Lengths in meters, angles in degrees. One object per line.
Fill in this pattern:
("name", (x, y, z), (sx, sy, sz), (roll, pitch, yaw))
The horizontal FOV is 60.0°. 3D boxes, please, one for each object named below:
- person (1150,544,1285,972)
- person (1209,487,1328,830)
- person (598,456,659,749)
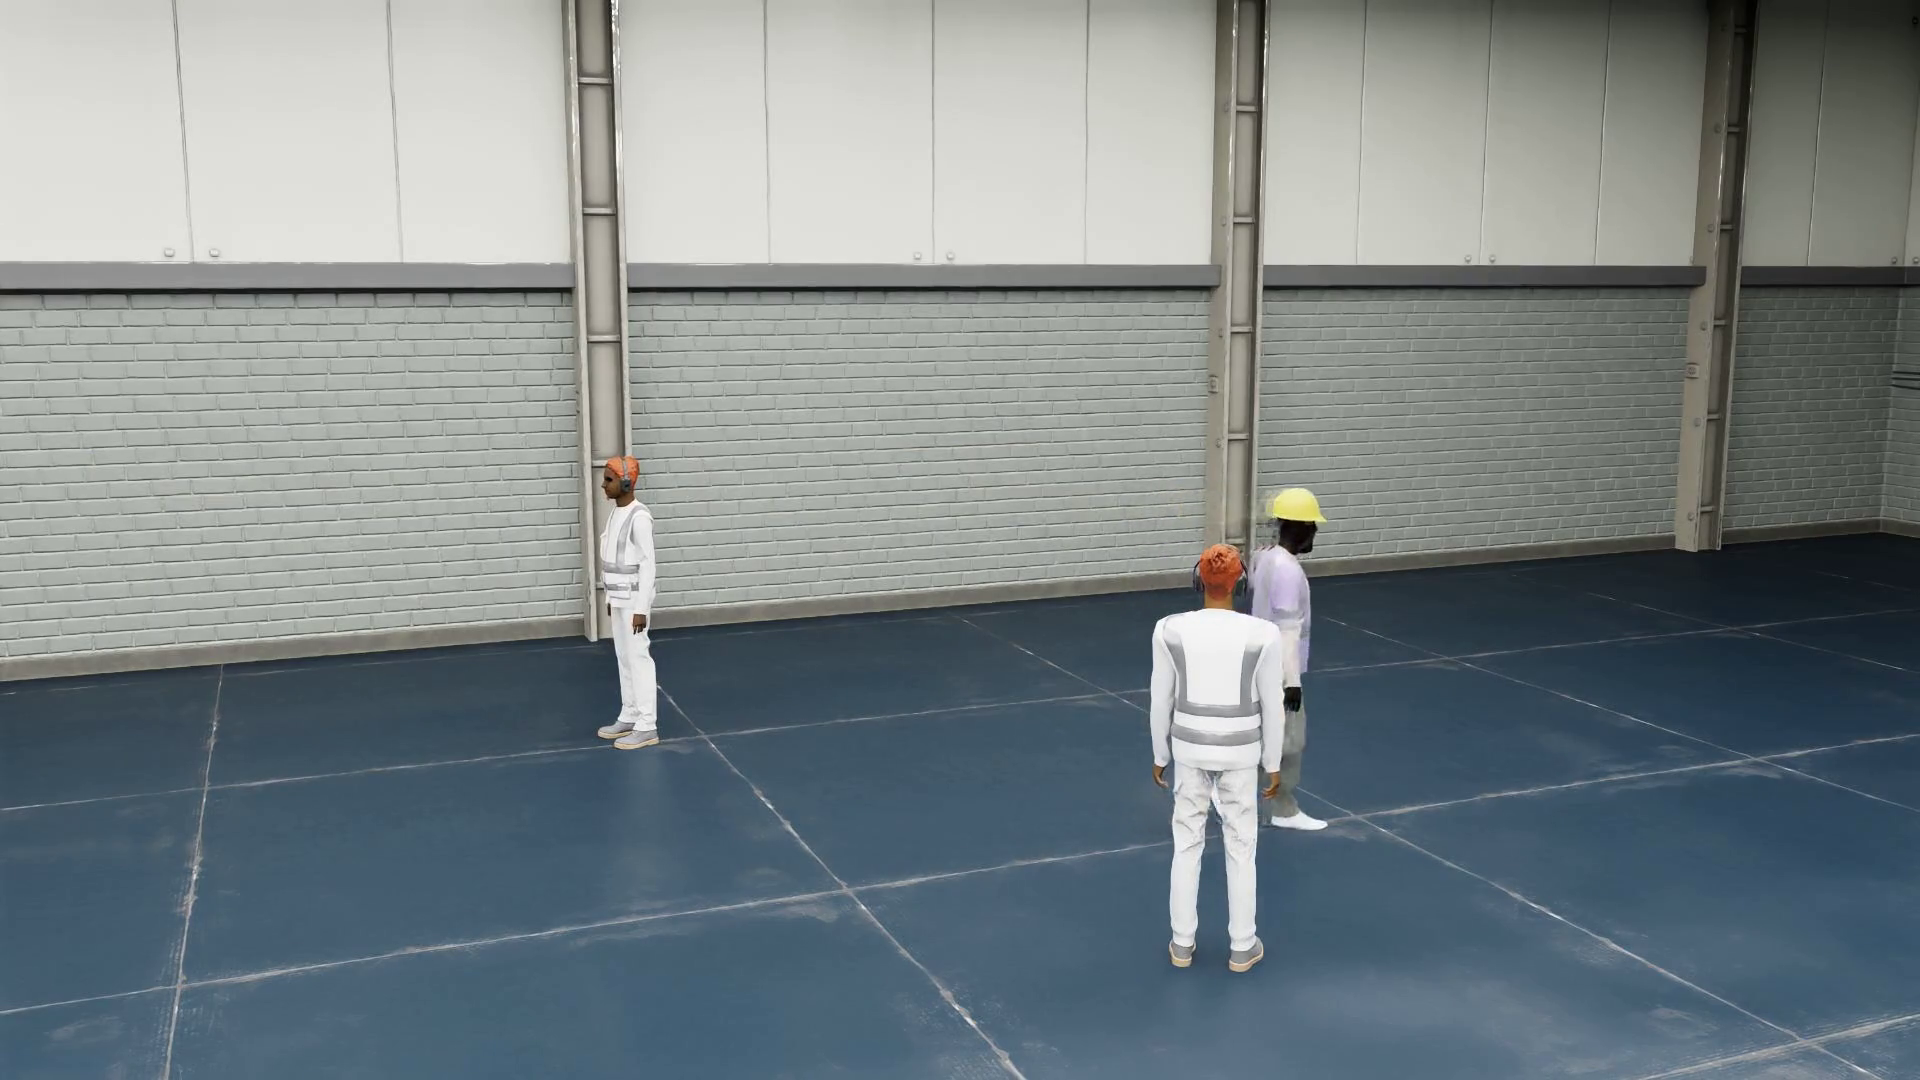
("person", (1.120, 0.950, 7.259), (0.580, 1.878, 0.352), (2, 9, 15))
("person", (1.677, 0.661, 8.975), (0.602, 1.908, 0.608), (1, 9, 8))
("person", (-2.143, 0.396, 10.720), (0.344, 1.882, 0.584), (-5, 10, -30))
